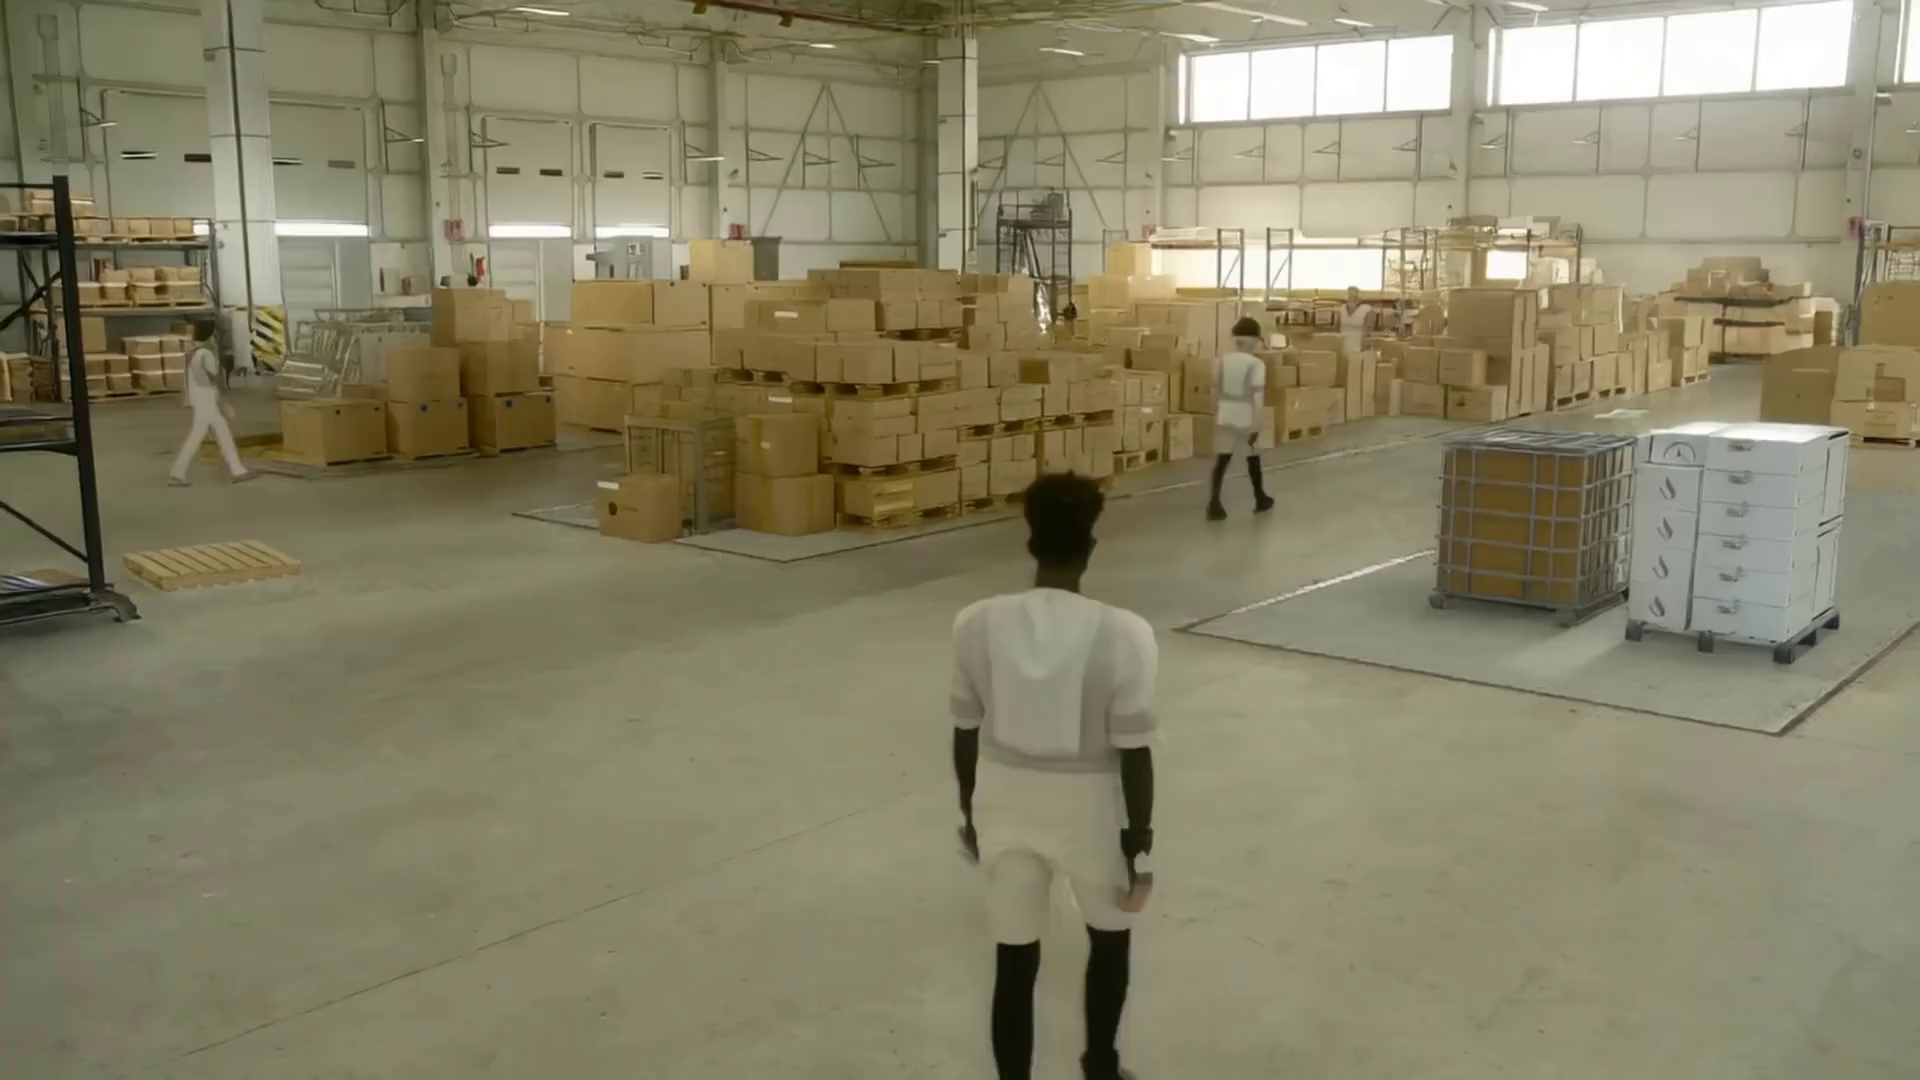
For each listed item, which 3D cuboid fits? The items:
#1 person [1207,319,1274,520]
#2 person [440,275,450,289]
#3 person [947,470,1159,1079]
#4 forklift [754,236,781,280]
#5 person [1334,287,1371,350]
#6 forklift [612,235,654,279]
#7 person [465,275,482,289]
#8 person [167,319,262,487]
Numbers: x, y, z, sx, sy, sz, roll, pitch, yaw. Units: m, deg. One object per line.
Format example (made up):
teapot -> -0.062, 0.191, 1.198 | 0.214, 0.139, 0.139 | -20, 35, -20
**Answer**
person -> 2.664, -1.141, 15.734 | 0.552, 1.886, 0.985 | 8, 13, 37
person -> -11.682, -5.059, 37.880 | 0.553, 1.935, 0.364 | -7, 12, -35
person -> 0.280, 0.762, 4.697 | 0.632, 1.937, 0.736 | 4, 11, 20
forklift -> -4.607, -5.916, 40.076 | 1.873, 2.768, 1.129 | 2, 10, 14
person -> 6.829, -3.463, 29.011 | 0.596, 1.864, 1.021 | 6, 11, 29
forklift -> -7.300, -5.450, 37.421 | 1.873, 2.768, 1.129 | 8, 13, 40
person -> -10.988, -5.026, 37.696 | 0.635, 1.937, 0.359 | -4, 11, -21
person -> -8.101, -1.467, 17.860 | 0.980, 1.800, 0.530 | -6, 12, -32
